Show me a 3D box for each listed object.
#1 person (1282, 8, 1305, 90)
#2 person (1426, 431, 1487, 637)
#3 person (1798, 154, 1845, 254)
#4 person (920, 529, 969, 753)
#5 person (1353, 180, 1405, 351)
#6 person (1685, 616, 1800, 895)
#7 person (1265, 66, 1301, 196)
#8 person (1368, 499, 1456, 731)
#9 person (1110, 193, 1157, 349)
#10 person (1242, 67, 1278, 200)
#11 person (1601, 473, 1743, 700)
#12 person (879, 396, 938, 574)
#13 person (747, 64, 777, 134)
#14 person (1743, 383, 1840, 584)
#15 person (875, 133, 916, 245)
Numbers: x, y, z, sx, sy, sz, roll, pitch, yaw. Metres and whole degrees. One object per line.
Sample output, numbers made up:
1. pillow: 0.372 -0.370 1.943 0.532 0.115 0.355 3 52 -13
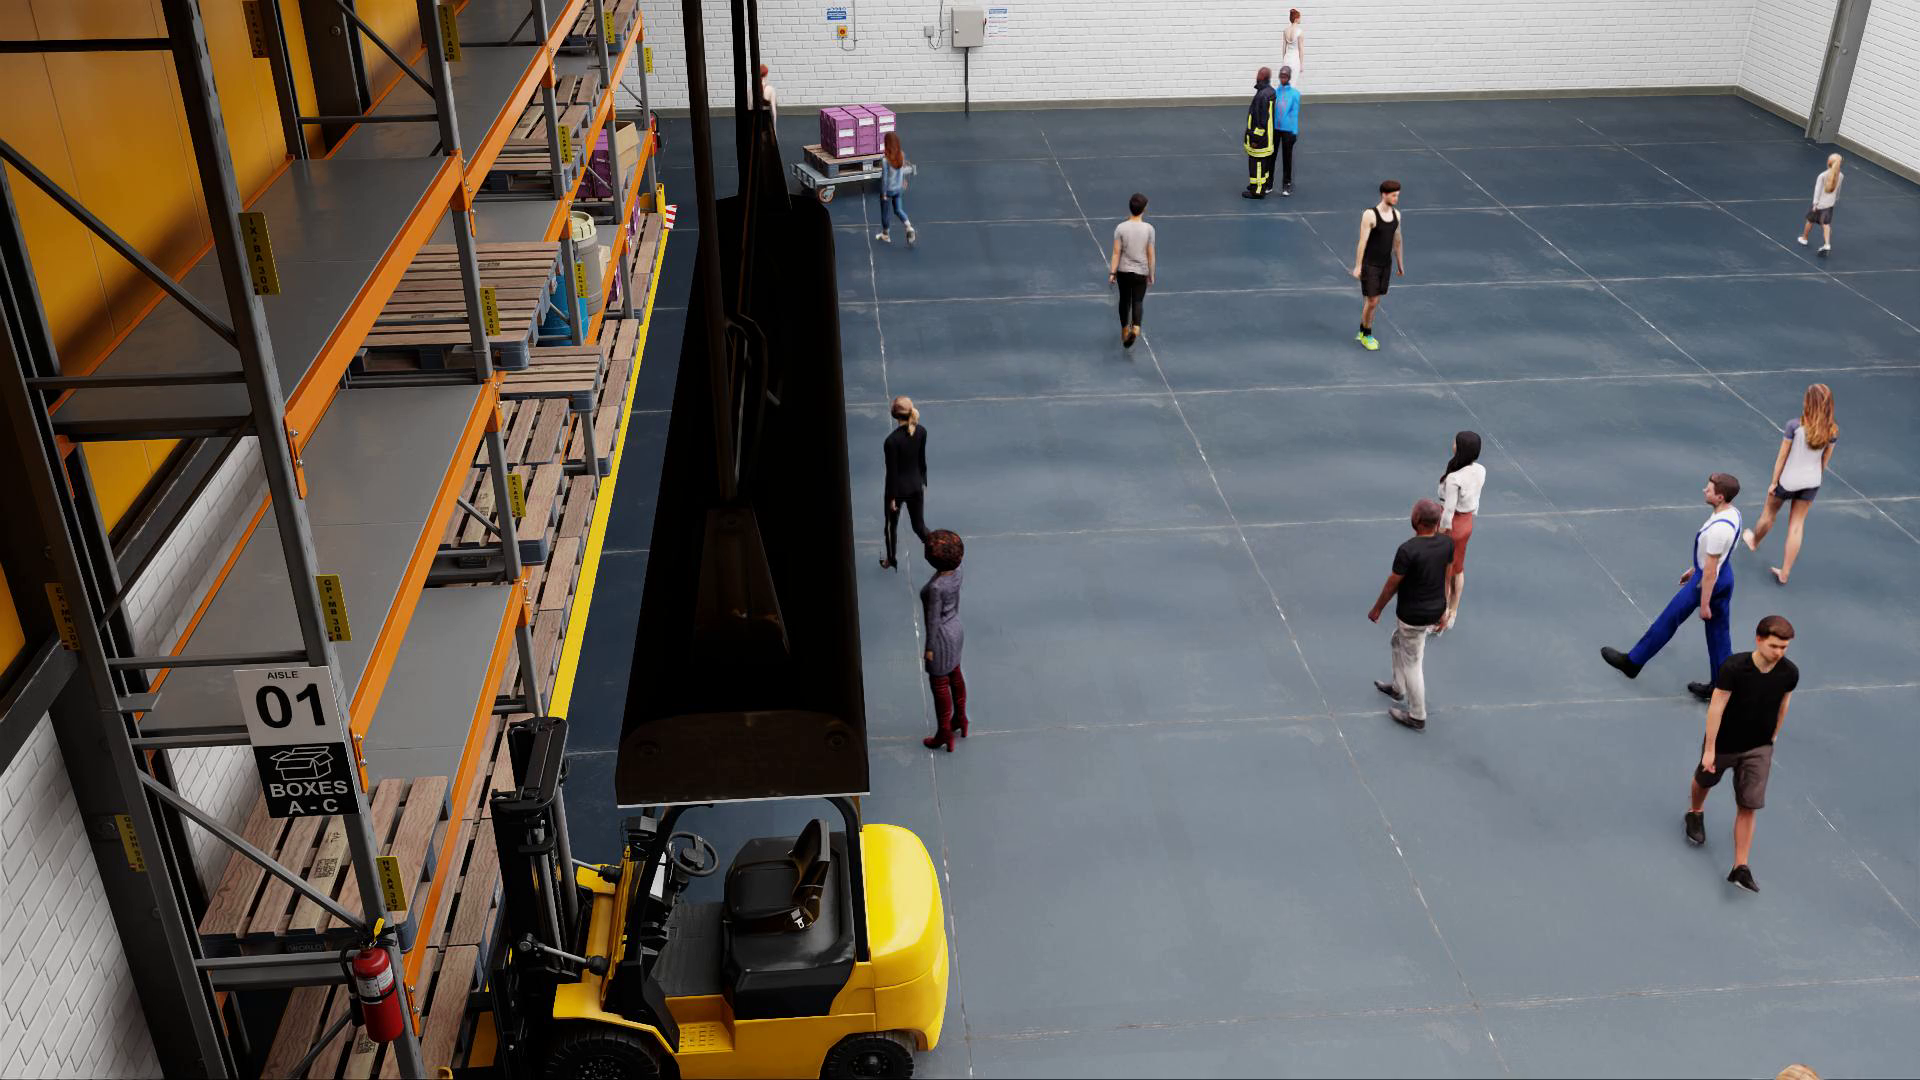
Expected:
1. person: 5.381 -7.731 27.073 0.708 1.793 0.600 -20 35 -32
2. person: 3.866 -0.050 13.035 0.672 1.751 0.700 -23 36 -36
3. person: 11.137 -4.307 21.362 0.572 1.250 0.906 1 29 1
4. person: -0.103 0.706 11.694 0.705 1.707 0.596 12 31 21
5. person: 4.574 -3.090 18.470 0.859 1.883 0.876 -15 32 -26
6. person: 4.925 1.241 10.605 0.860 1.811 1.246 4 29 7
7. person: 4.551 -5.796 23.520 0.688 1.797 0.682 9 30 16
8. person: 3.315 0.582 11.844 0.865 1.782 0.969 -19 34 -31
9. person: 1.894 -2.932 18.381 0.825 1.691 1.059 5 29 8
10. person: 4.244 -5.741 23.395 0.922 1.822 0.809 13 31 22
11. person: 5.563 0.396 12.166 1.224 1.800 1.147 23 36 36
12. person: -0.389 -0.357 13.673 1.009 1.679 1.151 -23 36 -35
13. person: -2.813 -5.811 23.585 0.590 1.762 0.808 -3 29 -5
14. person: 6.966 -0.428 13.785 0.736 1.696 1.013 2 29 5
15. person: -0.825 -4.537 21.564 0.956 1.461 0.866 25 37 38
